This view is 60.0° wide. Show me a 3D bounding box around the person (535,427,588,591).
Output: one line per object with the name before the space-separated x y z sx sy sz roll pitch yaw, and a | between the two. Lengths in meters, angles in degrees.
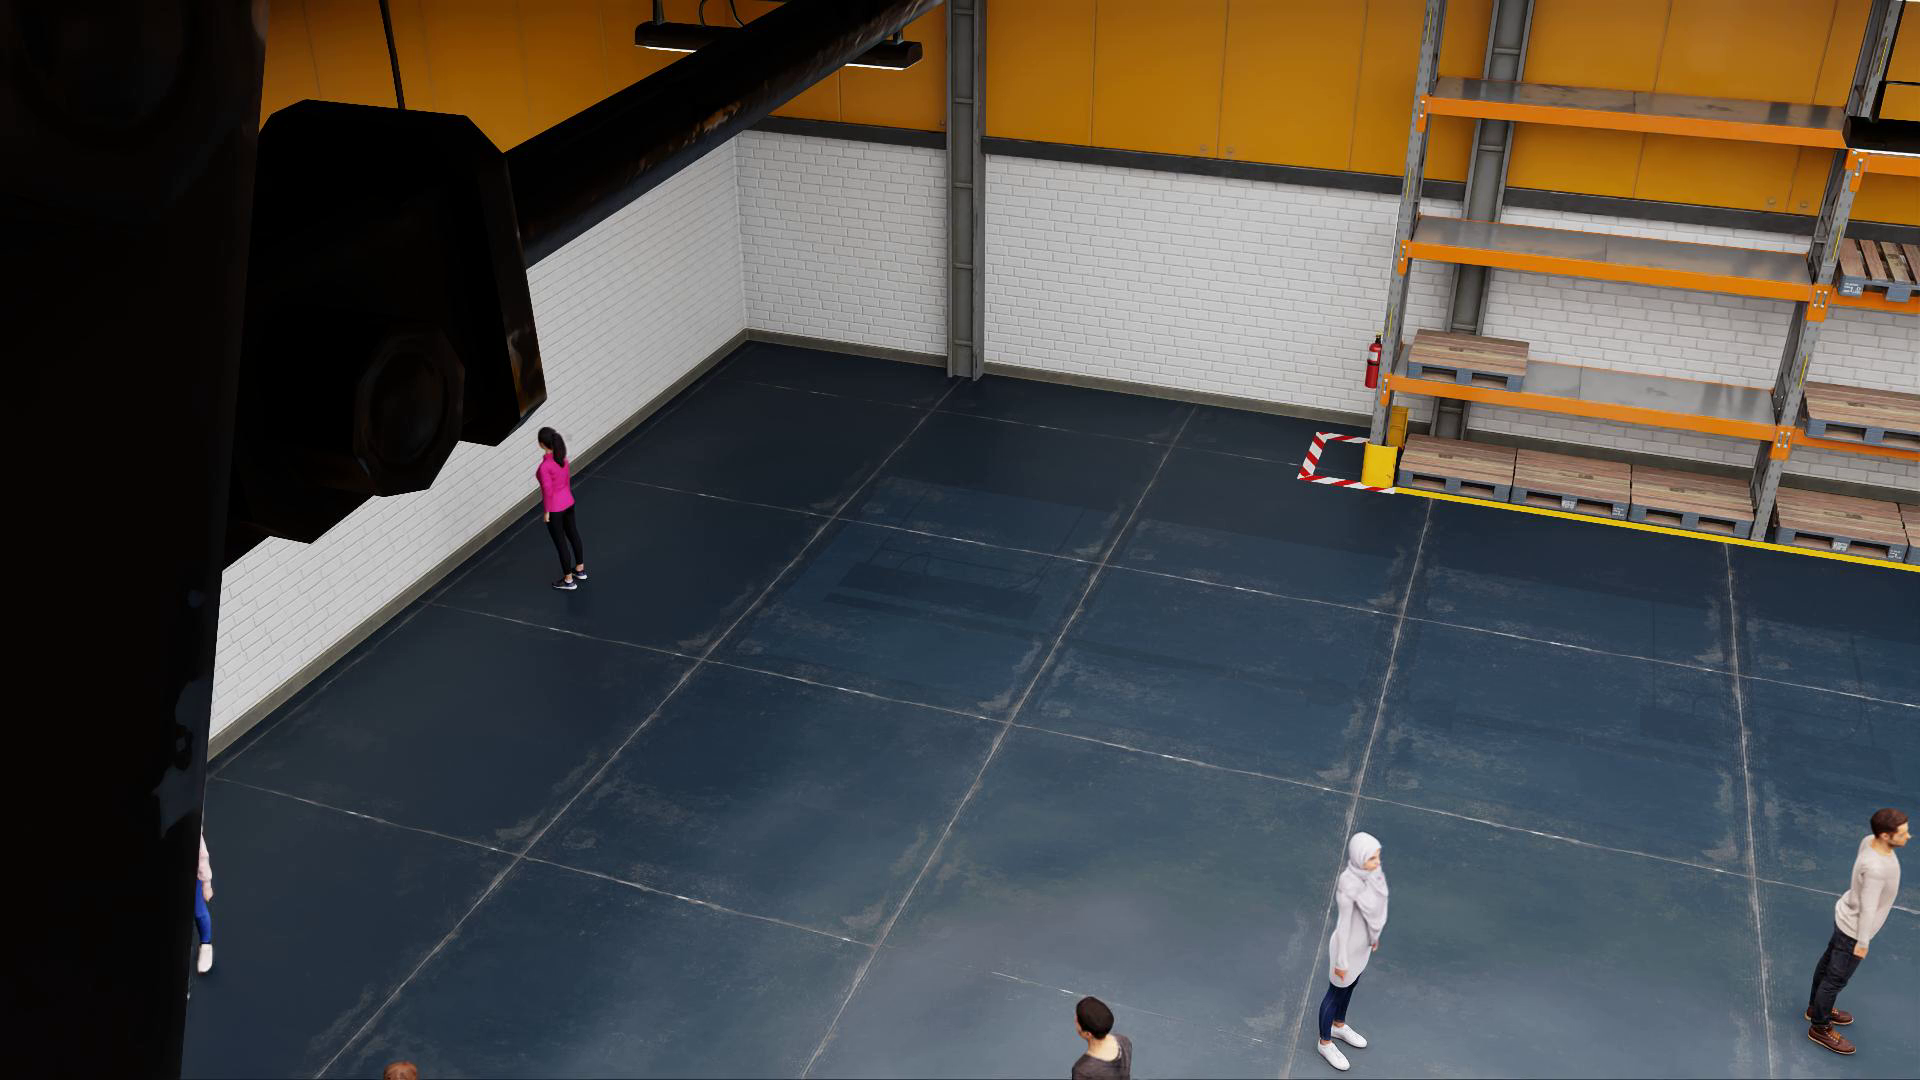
person | -3.910 -0.326 16.252 0.538 1.699 0.576 10 30 18

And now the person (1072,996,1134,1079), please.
person | 0.842 3.336 9.536 0.773 1.702 0.749 22 35 34

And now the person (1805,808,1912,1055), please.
person | 5.858 2.506 10.883 0.583 1.868 0.660 12 31 21

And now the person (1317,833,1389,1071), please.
person | 2.530 2.623 10.766 0.649 1.776 0.676 23 36 35
